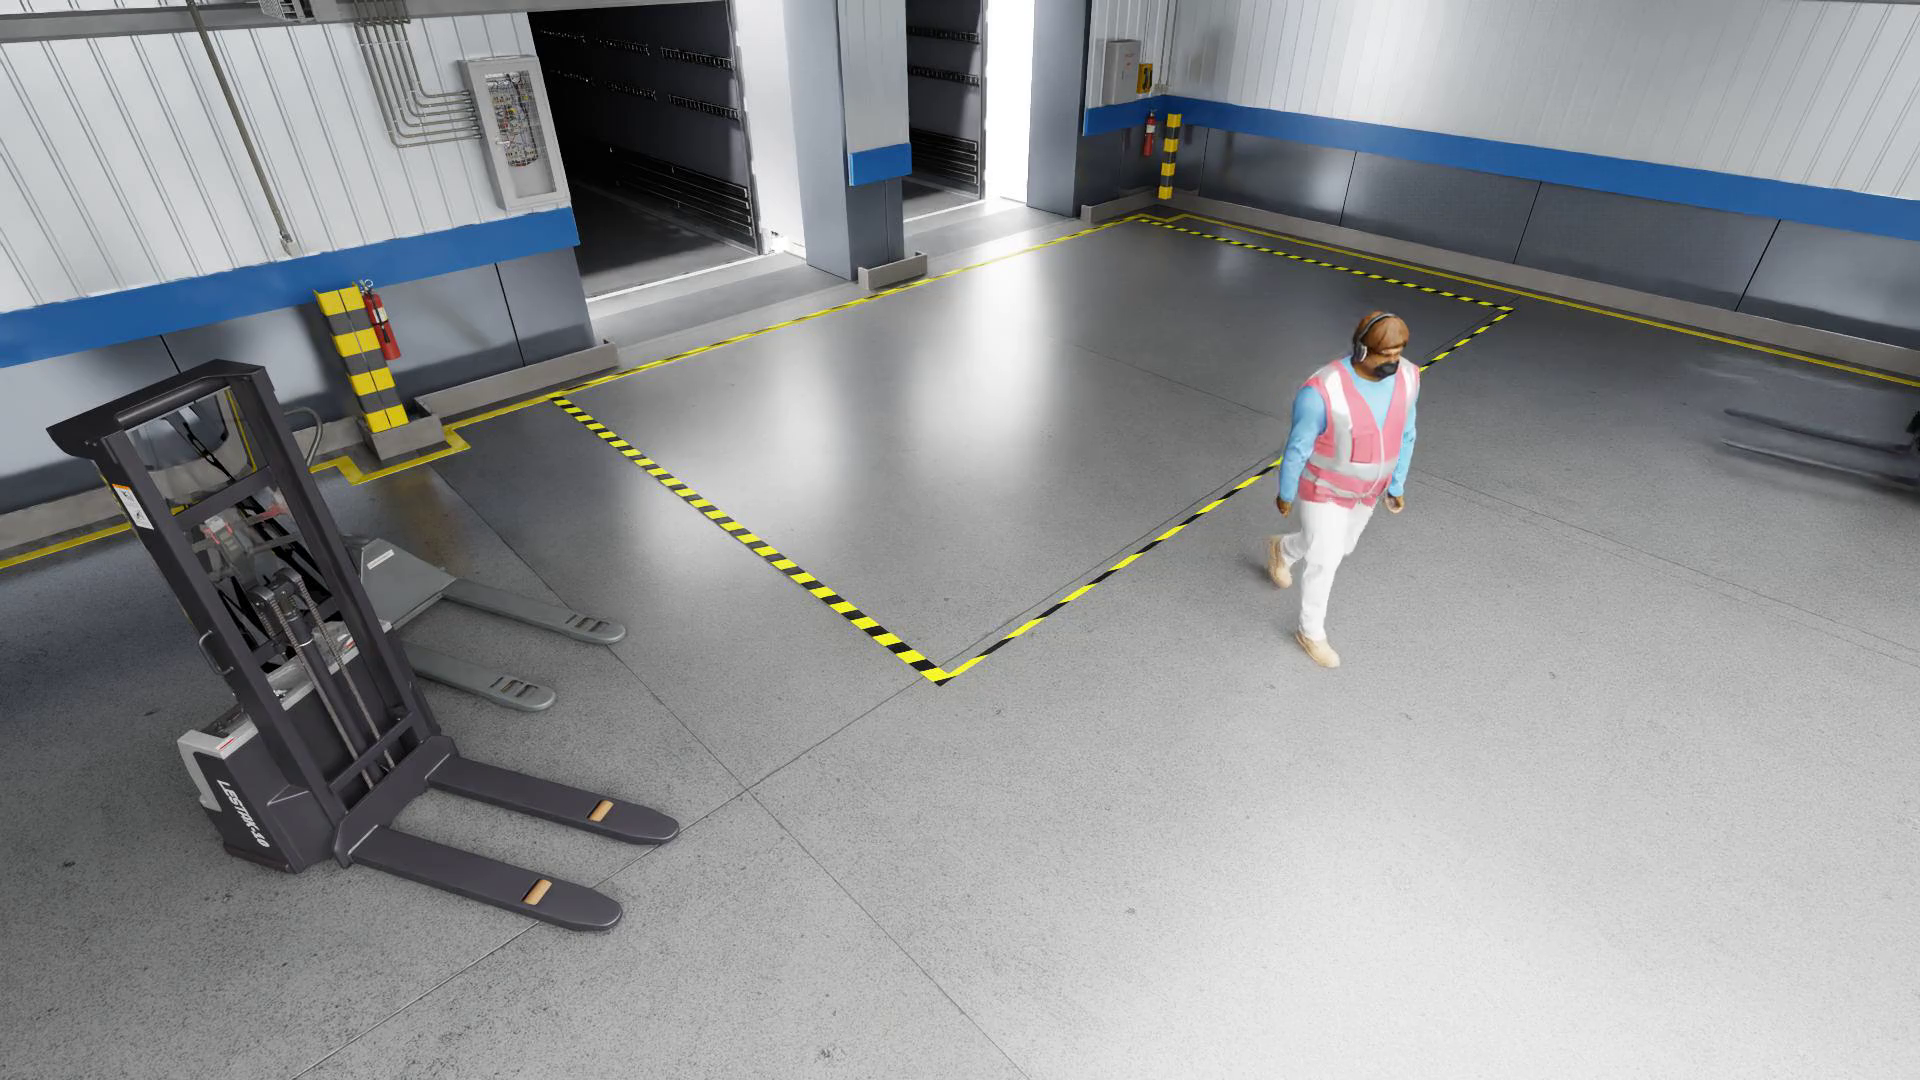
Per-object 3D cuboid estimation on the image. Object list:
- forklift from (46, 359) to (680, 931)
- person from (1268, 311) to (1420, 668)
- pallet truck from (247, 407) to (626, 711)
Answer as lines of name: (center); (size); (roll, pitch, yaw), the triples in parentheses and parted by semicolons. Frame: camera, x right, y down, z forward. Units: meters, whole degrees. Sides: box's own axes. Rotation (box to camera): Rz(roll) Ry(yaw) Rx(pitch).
forklift: (-2.135, 0.422, 3.354); (1.885, 1.965, 0.823); (10, 35, 14)
person: (1.860, -0.303, 4.590); (0.621, 1.807, 0.857); (-12, 36, -17)
pallet truck: (-2.628, 0.038, 4.590); (1.601, 1.201, 0.680); (12, 36, 18)
